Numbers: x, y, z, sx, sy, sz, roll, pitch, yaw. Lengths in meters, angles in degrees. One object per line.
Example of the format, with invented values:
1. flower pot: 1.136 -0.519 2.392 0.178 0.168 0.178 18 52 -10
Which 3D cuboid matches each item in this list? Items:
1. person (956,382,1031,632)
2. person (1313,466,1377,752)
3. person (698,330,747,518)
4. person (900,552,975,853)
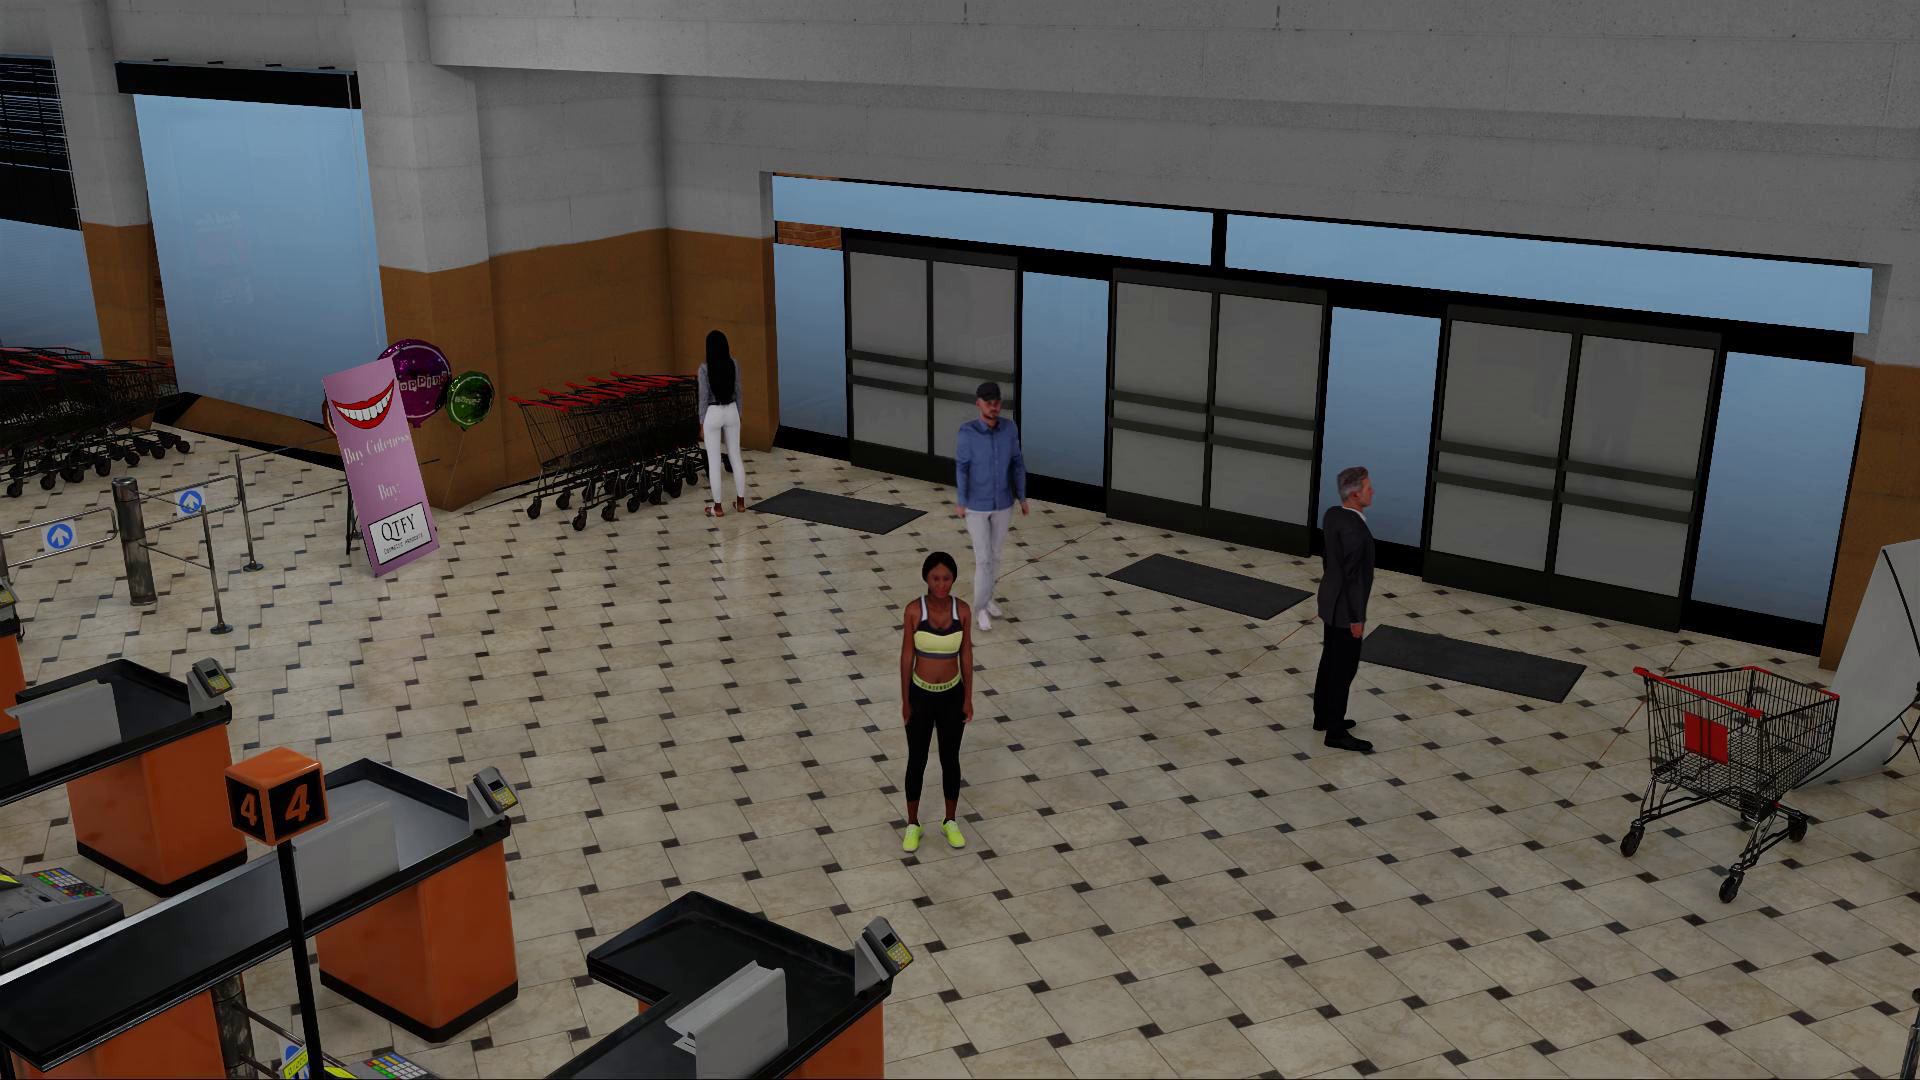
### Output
1. person: 0.194 -0.305 12.679 0.891 1.867 0.931 -9 21 -24
2. person: 2.456 0.409 10.599 0.870 1.842 0.776 -1 19 -3
3. person: -2.180 -1.073 15.182 0.598 1.724 0.727 -11 21 -29
4. person: -0.136 0.890 9.314 0.642 1.753 0.689 -2 19 -5
